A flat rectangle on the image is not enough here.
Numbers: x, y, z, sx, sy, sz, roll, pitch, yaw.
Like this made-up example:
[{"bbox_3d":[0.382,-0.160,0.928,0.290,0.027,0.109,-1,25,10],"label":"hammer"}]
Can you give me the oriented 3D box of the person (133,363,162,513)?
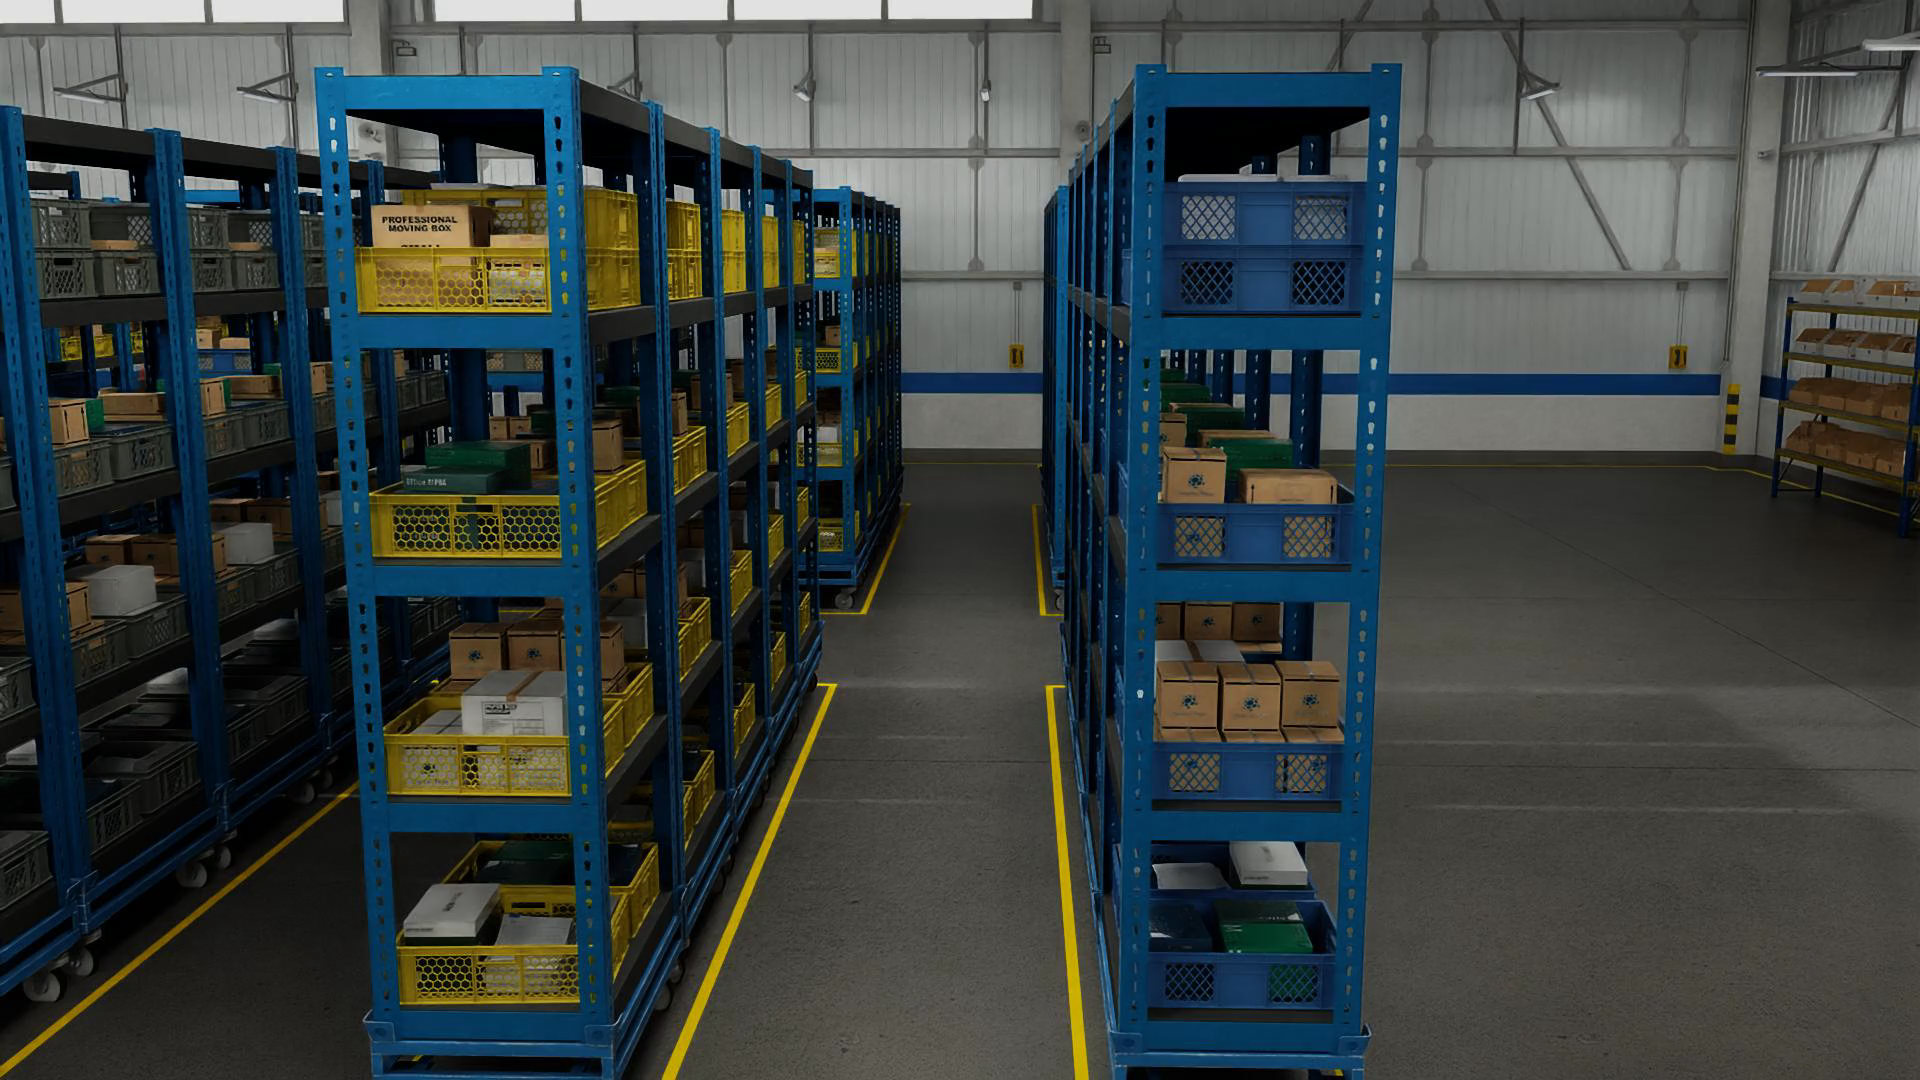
[{"bbox_3d":[-8.066,-0.814,16.845,0.454,1.972,0.649,-3,10,-19],"label":"person"}]
